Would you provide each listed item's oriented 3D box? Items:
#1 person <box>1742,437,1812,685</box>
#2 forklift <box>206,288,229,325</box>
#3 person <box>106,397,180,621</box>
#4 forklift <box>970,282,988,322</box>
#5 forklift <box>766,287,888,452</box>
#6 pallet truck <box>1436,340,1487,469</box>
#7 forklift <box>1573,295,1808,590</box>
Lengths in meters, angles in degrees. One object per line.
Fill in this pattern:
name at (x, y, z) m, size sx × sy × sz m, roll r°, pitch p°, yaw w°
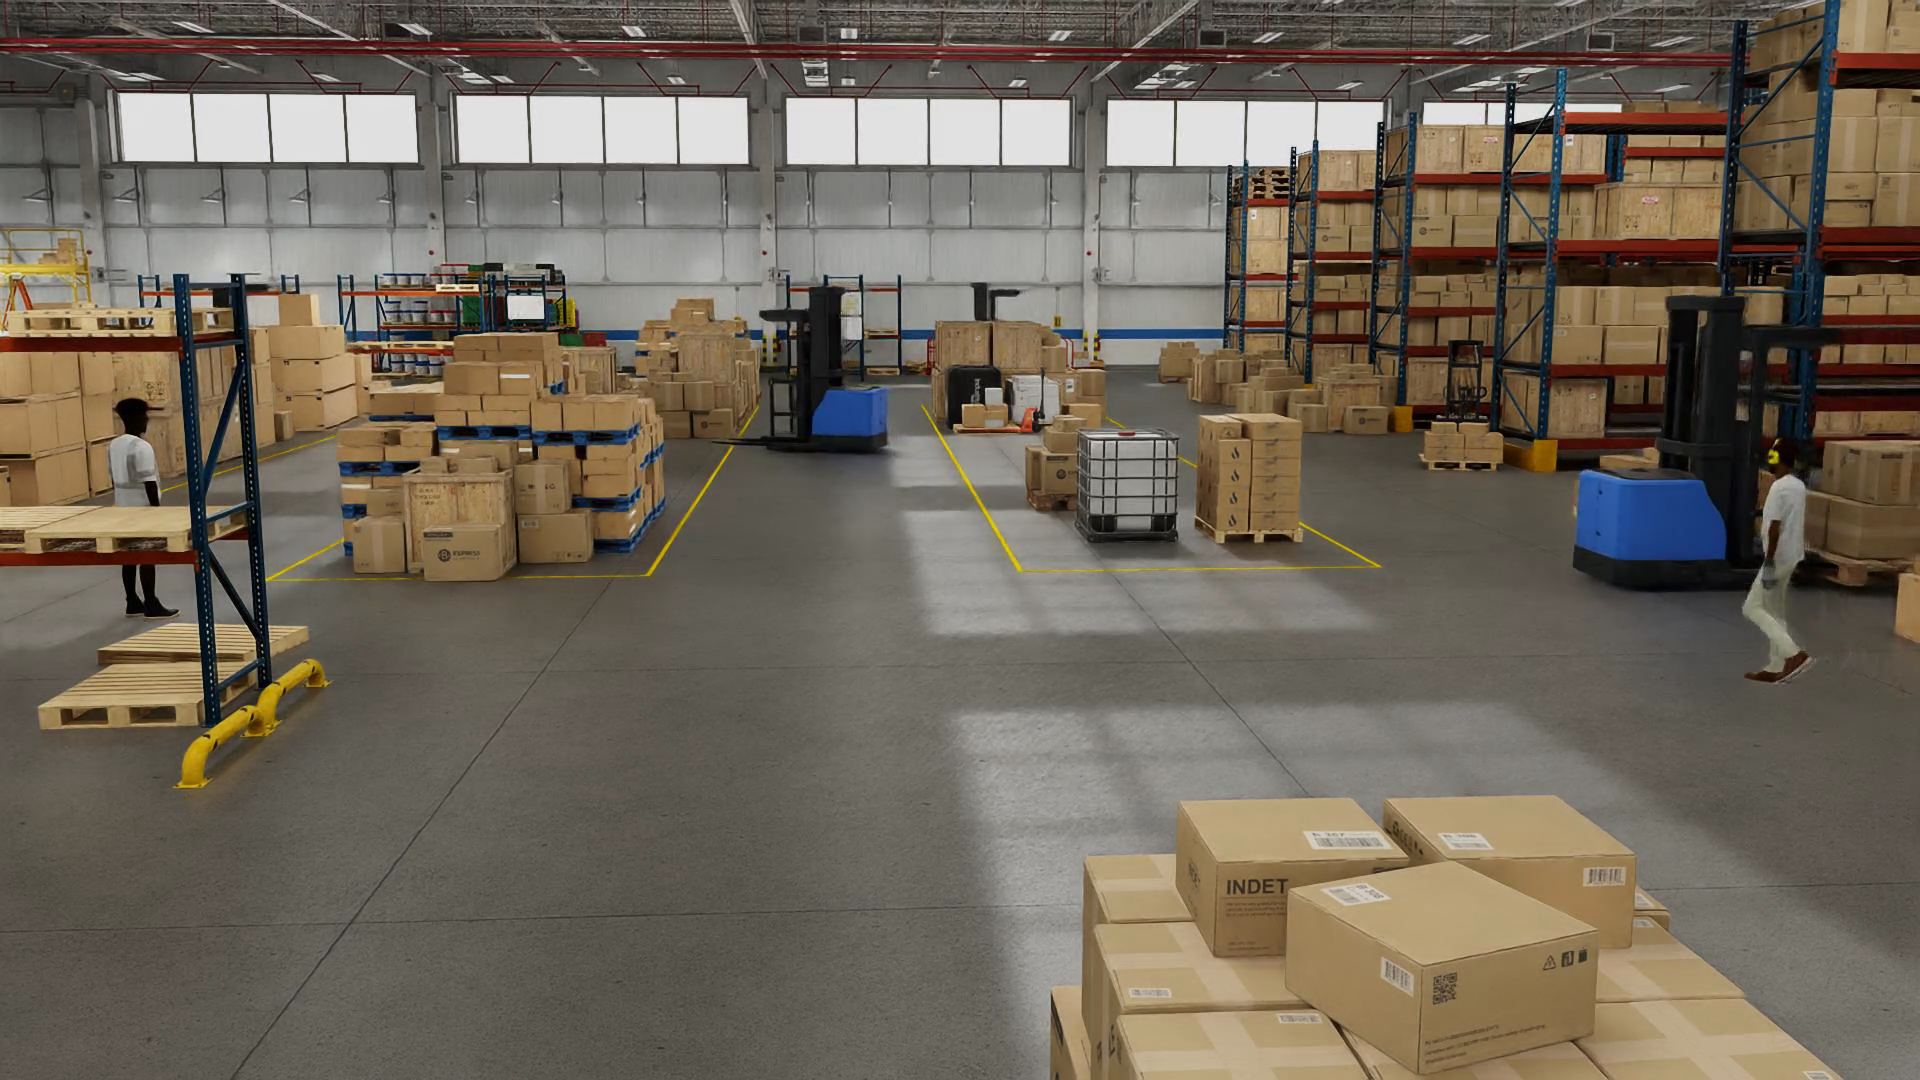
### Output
person at (6.046, 0.164, 12.266) m, size 0.522 × 1.842 × 0.448 m, roll -8°, pitch 12°, yaw -42°
forklift at (-16.881, -4.465, 38.064) m, size 1.873 × 2.768 × 1.129 m, roll -3°, pitch 10°, yaw -20°
person at (-7.197, -0.272, 14.597) m, size 0.607 × 1.967 × 0.367 m, roll 6°, pitch 11°, yaw 33°
forklift at (0.536, -5.575, 45.035) m, size 1.873 × 2.768 × 1.129 m, roll -1°, pitch 9°, yaw -4°
forklift at (-2.274, -2.953, 28.574) m, size 1.873 × 2.768 × 1.129 m, roll 2°, pitch 9°, yaw 14°
pallet truck at (8.004, -2.170, 26.422) m, size 0.823 × 1.965 × 1.885 m, roll 2°, pitch 9°, yaw 14°
forklift at (7.150, -0.984, 16.210) m, size 1.873 × 2.768 × 1.129 m, roll -1°, pitch 9°, yaw -4°
